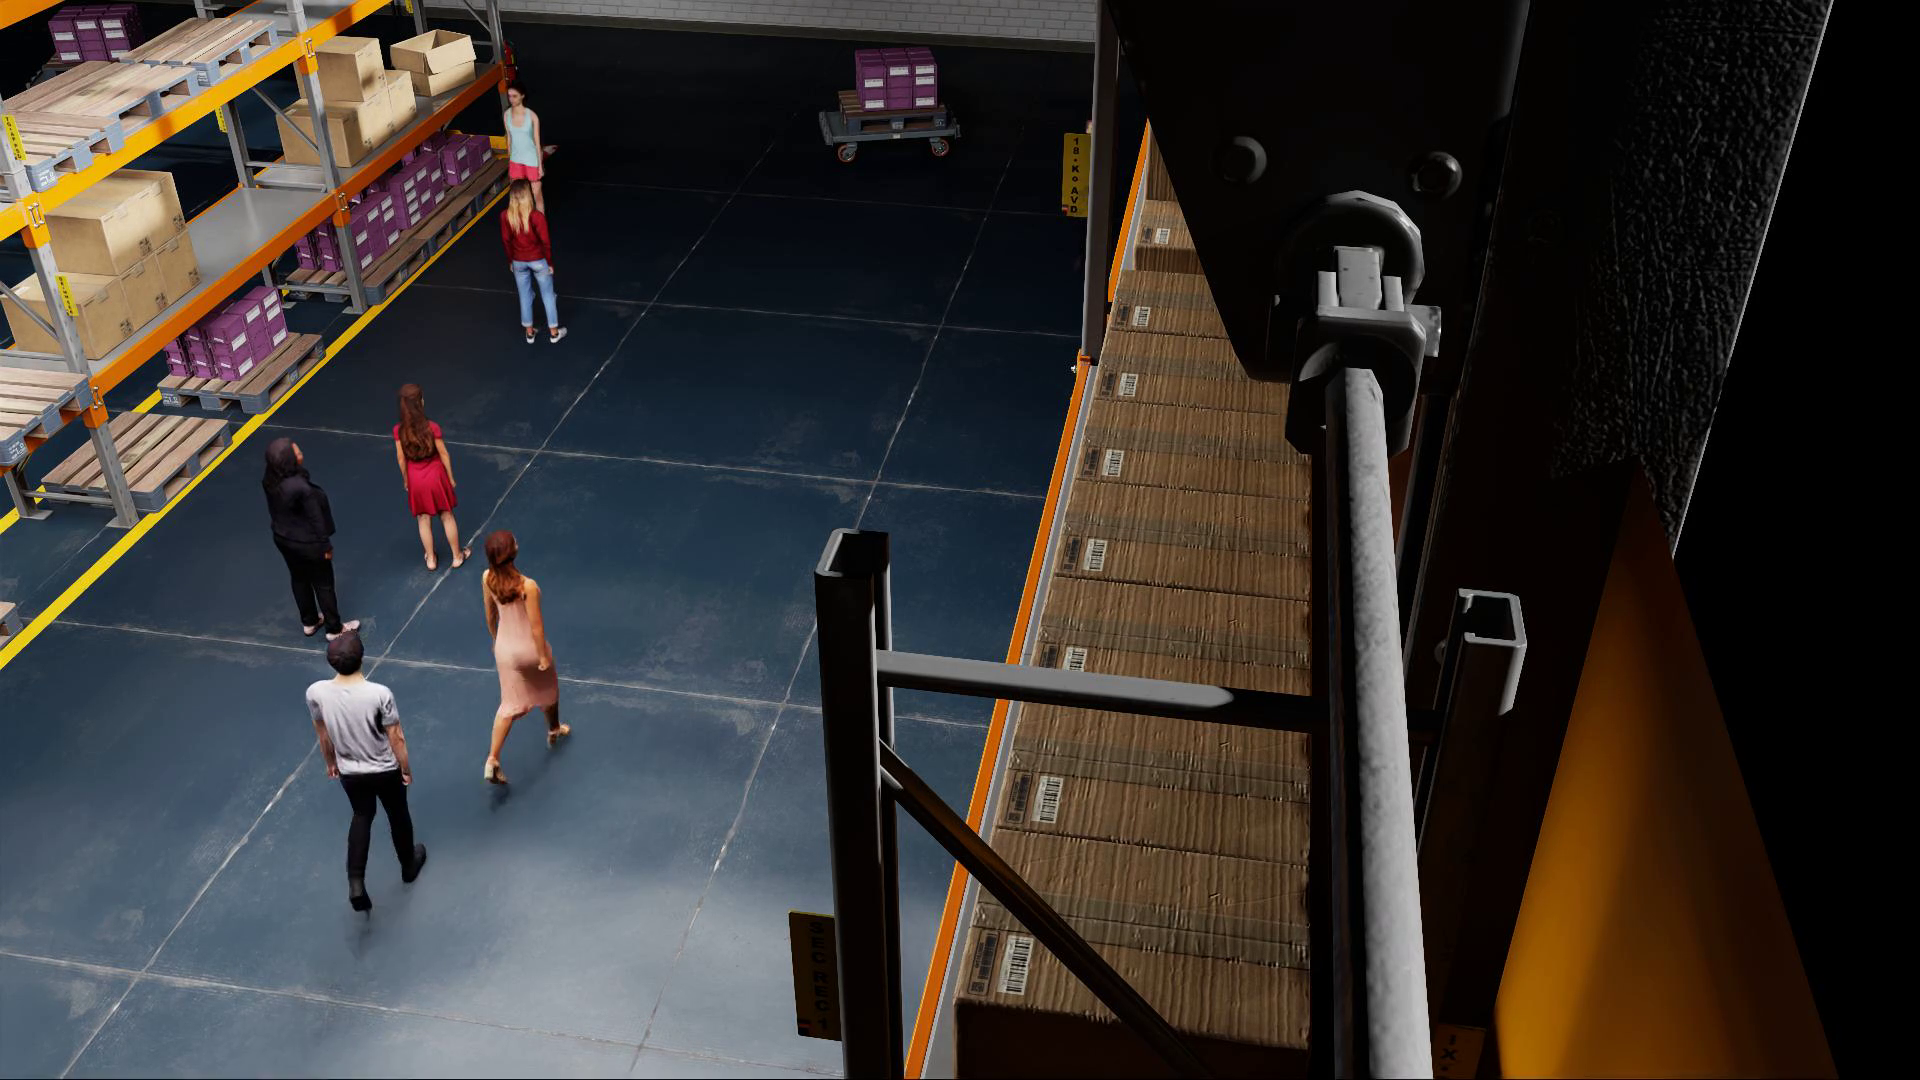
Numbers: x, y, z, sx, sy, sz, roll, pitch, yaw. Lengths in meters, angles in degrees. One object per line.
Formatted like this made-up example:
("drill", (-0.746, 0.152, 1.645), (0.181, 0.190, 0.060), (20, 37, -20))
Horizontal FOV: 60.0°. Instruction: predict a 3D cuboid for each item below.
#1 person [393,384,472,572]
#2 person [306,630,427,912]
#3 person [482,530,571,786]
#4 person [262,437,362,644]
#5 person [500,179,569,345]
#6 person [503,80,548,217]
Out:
("person", (-4.040, -0.473, 12.612), (0.622, 1.556, 0.679), (-4, 34, -6))
("person", (-3.435, 1.367, 9.579), (0.744, 1.850, 0.993), (2, 34, 3))
("person", (-2.834, 0.760, 10.531), (0.727, 1.806, 1.116), (12, 35, 17))
("person", (-4.679, 0.001, 11.845), (0.720, 1.616, 0.731), (17, 37, 24))
("person", (-4.083, -2.650, 15.817), (0.625, 1.634, 0.541), (2, 34, 2))
("person", (-4.596, -4.056, 17.824), (0.575, 1.755, 0.634), (4, 34, 7))
